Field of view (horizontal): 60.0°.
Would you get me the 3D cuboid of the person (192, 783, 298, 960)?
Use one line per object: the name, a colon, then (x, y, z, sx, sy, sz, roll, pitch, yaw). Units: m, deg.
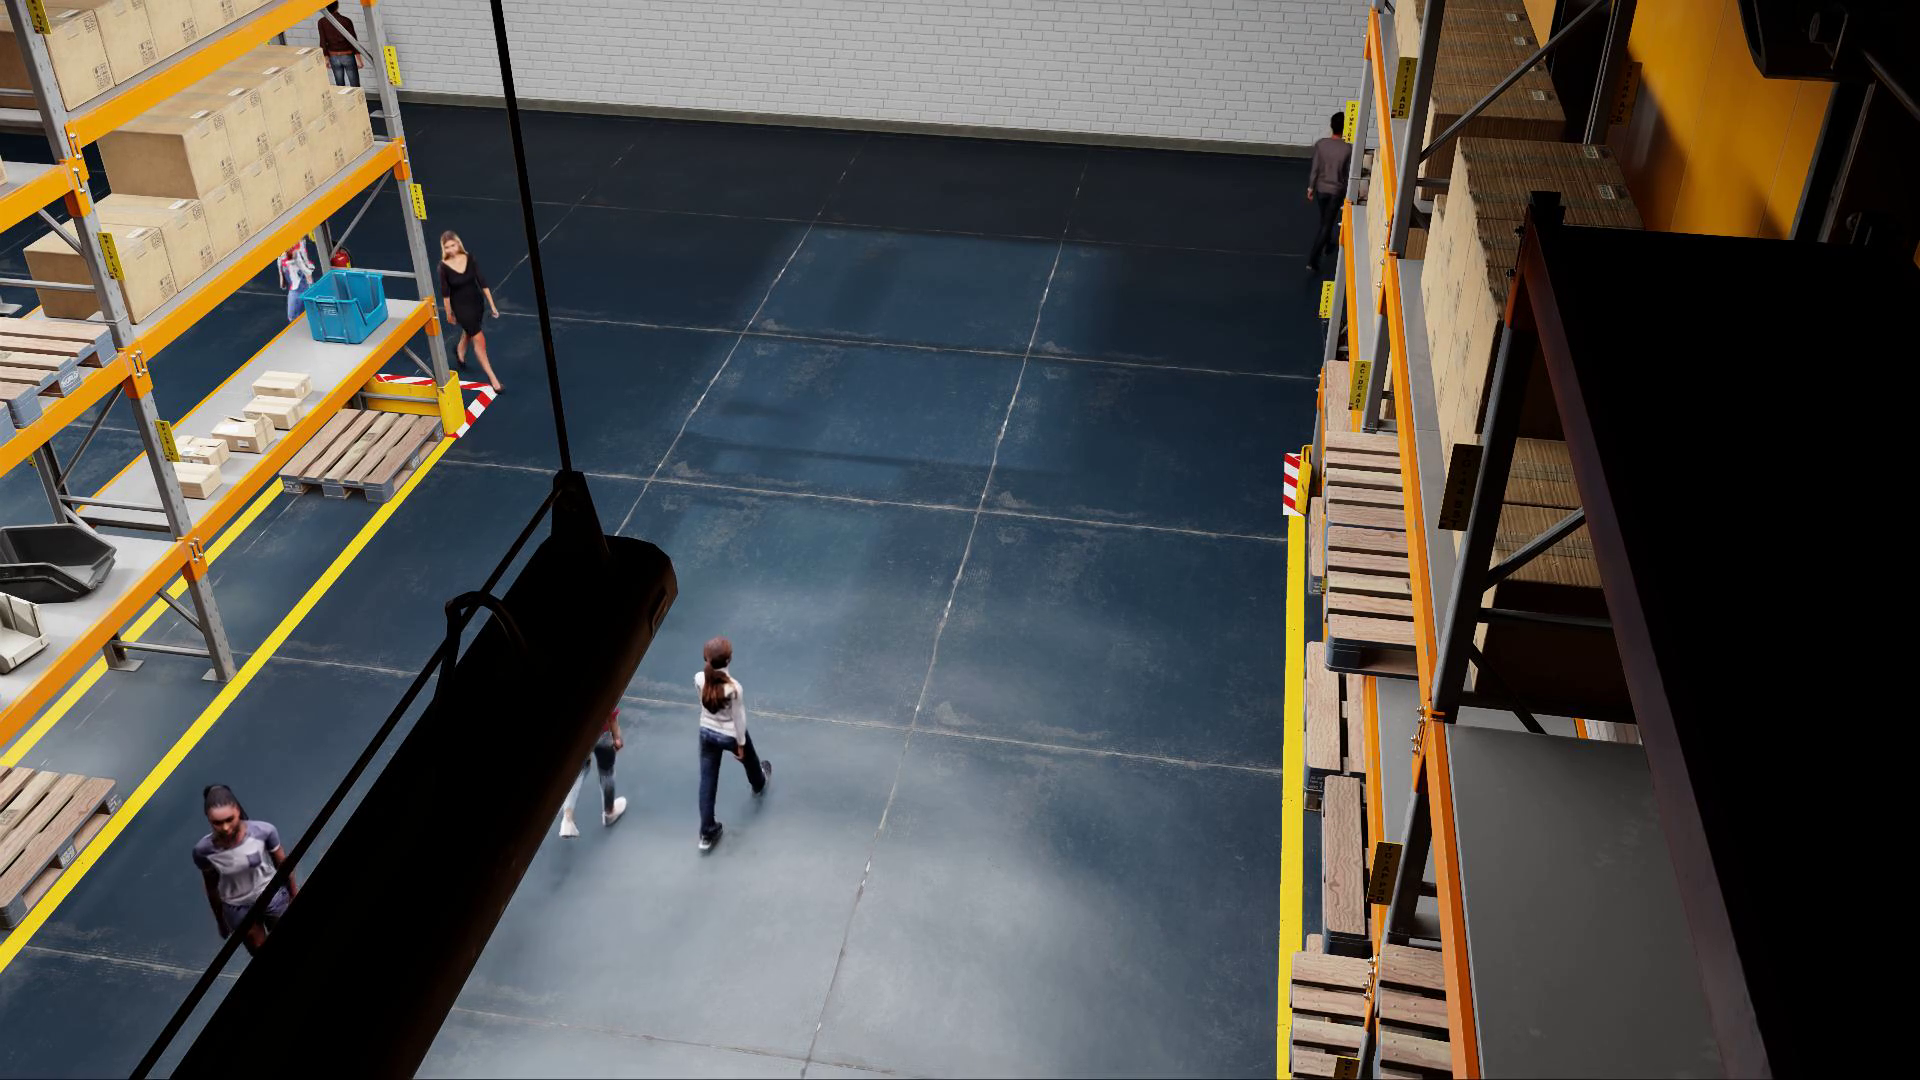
person: (-4.052, 2.038, 9.570, 0.852, 1.707, 0.955, -13, 36, -19)

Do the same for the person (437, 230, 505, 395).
person: (-4.792, -2.233, 16.066, 1.023, 1.630, 1.102, 24, 41, 32)

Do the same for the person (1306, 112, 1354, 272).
person: (4.052, -3.795, 18.323, 1.230, 1.732, 0.938, 7, 34, 10)

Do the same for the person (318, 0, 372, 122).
person: (-8.240, -6.408, 22.209, 0.713, 1.781, 0.644, -5, 34, -7)

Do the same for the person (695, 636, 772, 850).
person: (-1.589, 1.333, 10.810, 0.580, 1.509, 1.081, 9, 35, 13)
